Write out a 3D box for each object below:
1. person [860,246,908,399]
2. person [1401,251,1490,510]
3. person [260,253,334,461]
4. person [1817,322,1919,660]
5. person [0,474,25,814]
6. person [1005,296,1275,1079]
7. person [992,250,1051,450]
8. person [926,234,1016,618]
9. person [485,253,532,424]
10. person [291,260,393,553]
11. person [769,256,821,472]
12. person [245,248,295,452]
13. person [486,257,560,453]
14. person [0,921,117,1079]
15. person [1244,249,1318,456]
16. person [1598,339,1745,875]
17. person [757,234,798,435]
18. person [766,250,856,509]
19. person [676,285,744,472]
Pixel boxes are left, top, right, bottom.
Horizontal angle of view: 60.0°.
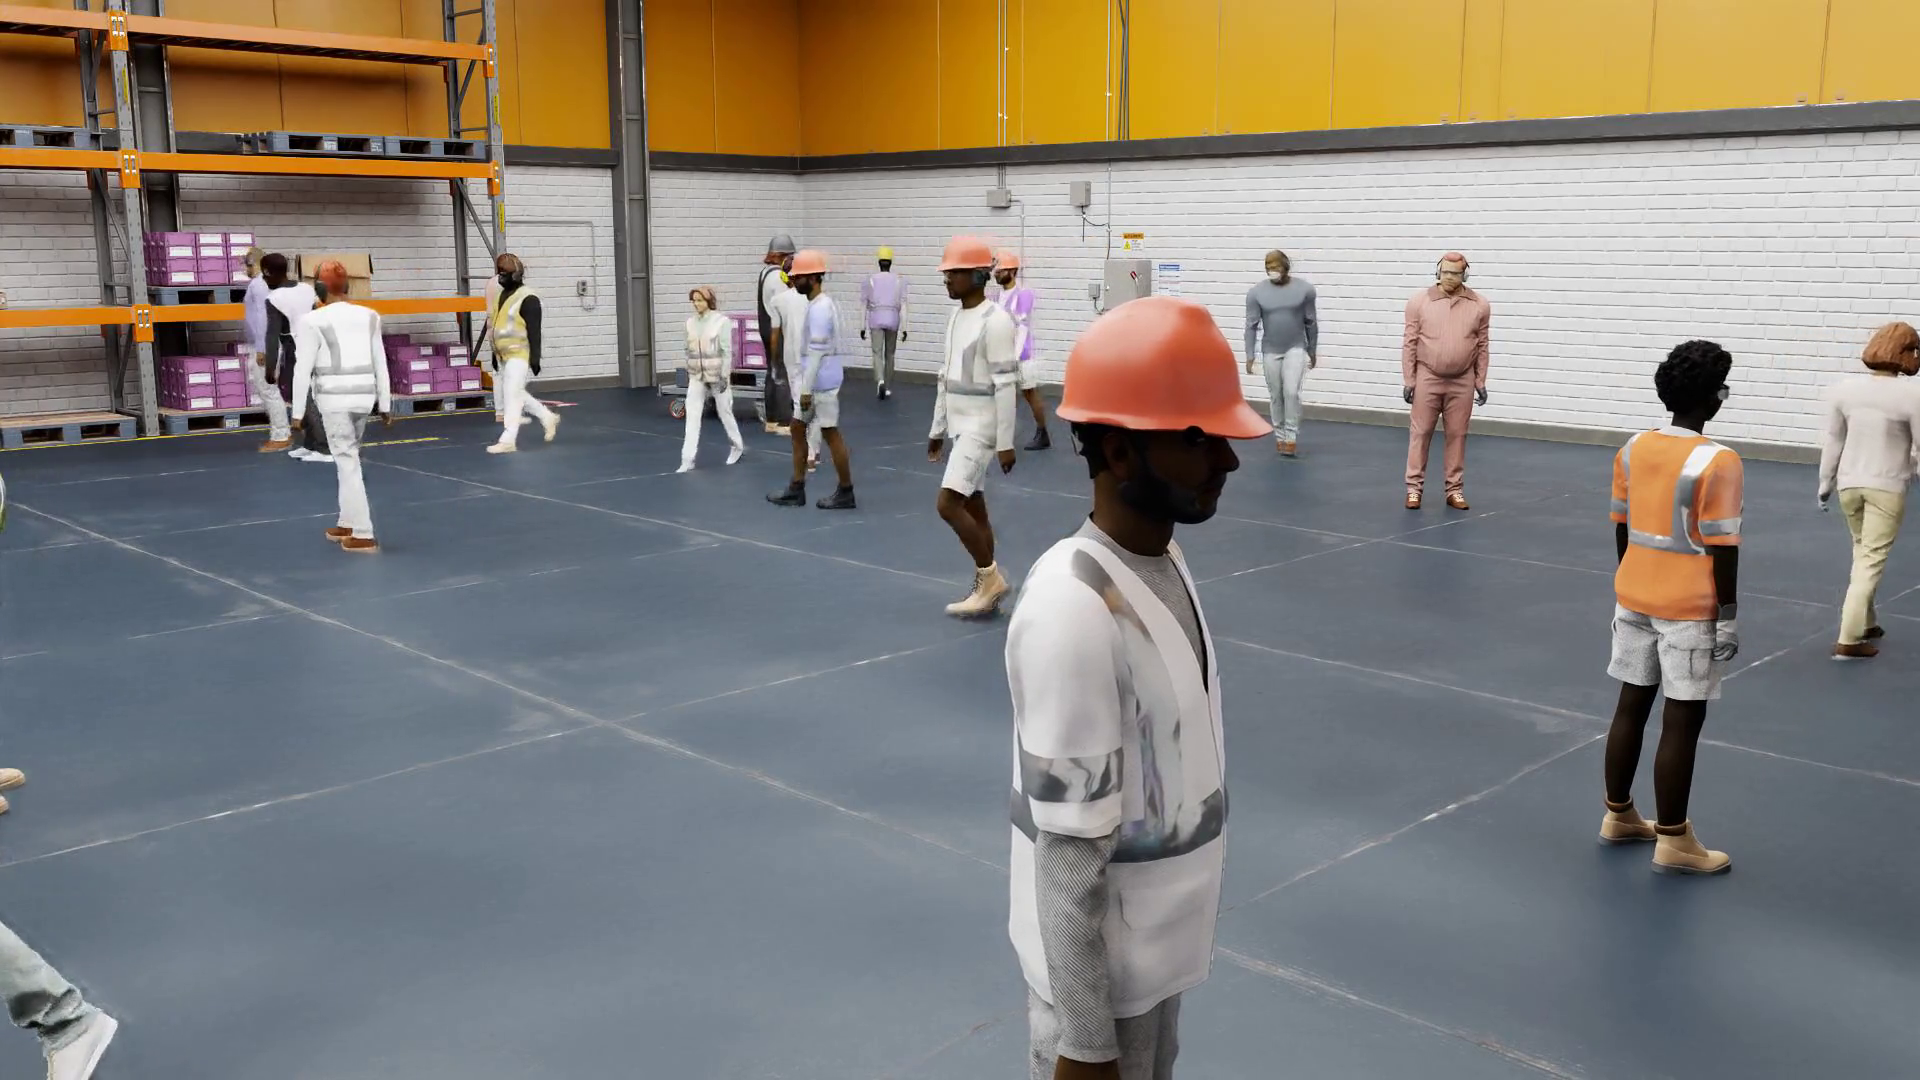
[{"bbox_3d":[-0.941,-2.703,20.687,0.594,1.896,0.876,-1,10,-6],"label":"person"},{"bbox_3d":[3.585,-1.166,12.288,0.636,1.903,0.404,1,10,4],"label":"person"},{"bbox_3d":[-5.907,-1.604,14.763,0.583,1.861,0.684,1,10,7],"label":"person"},{"bbox_3d":[4.469,-0.236,8.006,0.684,1.608,0.518,-6,12,-28],"label":"person"},{"bbox_3d":[-3.574,0.048,5.835,0.430,1.841,0.624,-3,11,-16],"label":"person"},{"bbox_3d":[0.264,0.610,2.498,0.364,1.935,0.553,3,11,18],"label":"person"},{"bbox_3d":[0.478,-1.746,15.495,0.990,1.888,0.556,-8,13,-38],"label":"person"},{"bbox_3d":[0.039,-0.577,8.725,0.454,2.023,0.620,-3,11,-18],"label":"person"},{"bbox_3d":[-4.849,-2.157,17.892,0.431,1.836,0.619,-9,13,-39],"label":"person"},{"bbox_3d":[-4.029,-0.853,10.671,0.745,1.859,0.615,7,12,32],"label":"person"},{"bbox_3d":[-1.382,-1.526,14.413,0.540,1.835,0.776,-3,11,-14],"label":"person"},{"bbox_3d":[-6.480,-1.768,15.618,0.369,1.911,0.671,-4,11,-21],"label":"person"},{"bbox_3d":[-4.145,-1.748,15.684,0.779,1.823,0.632,-10,14,-42],"label":"person"},{"bbox_3d":[-2.374,0.479,3.837,0.698,1.709,0.509,-3,11,-14],"label":"person"},{"bbox_3d":[2.930,-1.698,15.195,0.649,1.890,0.747,3,11,15],"label":"person"},{"bbox_3d":[2.291,0.212,5.322,0.315,1.697,0.541,-3,11,-15],"label":"person"},{"bbox_3d":[-1.780,-2.096,16.976,0.536,2.000,0.688,-4,11,-23],"label":"person"},{"bbox_3d":[-1.141,-1.160,12.231,0.819,1.904,0.572,-1,10,-5],"label":"person"},{"bbox_3d":[-2.150,-1.408,14.477,0.519,1.608,0.826,4,11,22],"label":"person"}]
